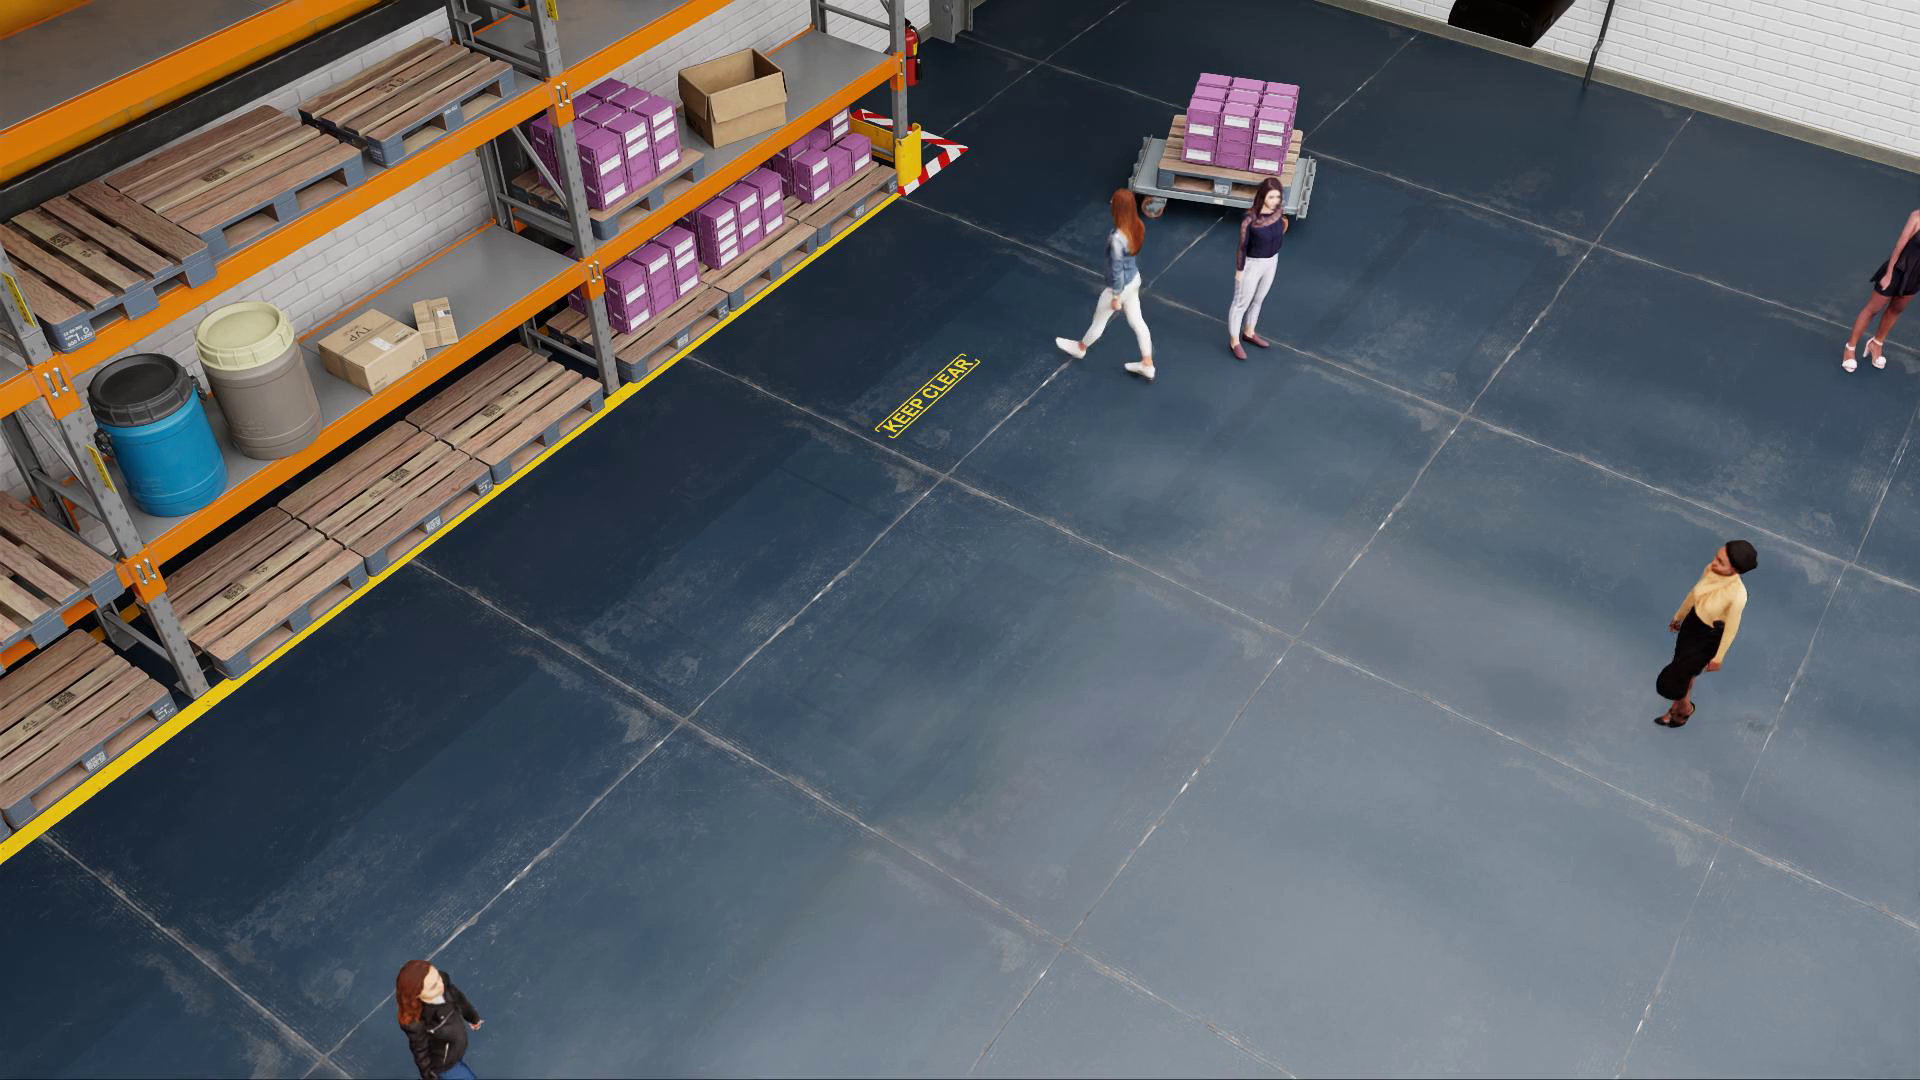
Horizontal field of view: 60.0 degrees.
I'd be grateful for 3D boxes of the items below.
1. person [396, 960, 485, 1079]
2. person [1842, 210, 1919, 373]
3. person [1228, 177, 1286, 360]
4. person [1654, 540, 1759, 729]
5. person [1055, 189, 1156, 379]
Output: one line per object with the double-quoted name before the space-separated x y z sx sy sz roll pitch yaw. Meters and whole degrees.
"person" -2.714 2.594 8.538 0.820 1.472 0.778 3 44 3
"person" 7.529 -2.126 13.265 0.680 1.787 0.733 -5 44 -5
"person" 2.422 -2.214 13.488 0.569 1.607 0.717 -28 50 -26
"person" 4.743 0.630 10.474 0.794 1.646 0.729 -4 44 -4
"person" 1.370 -1.982 13.210 0.757 1.654 1.062 21 48 21
